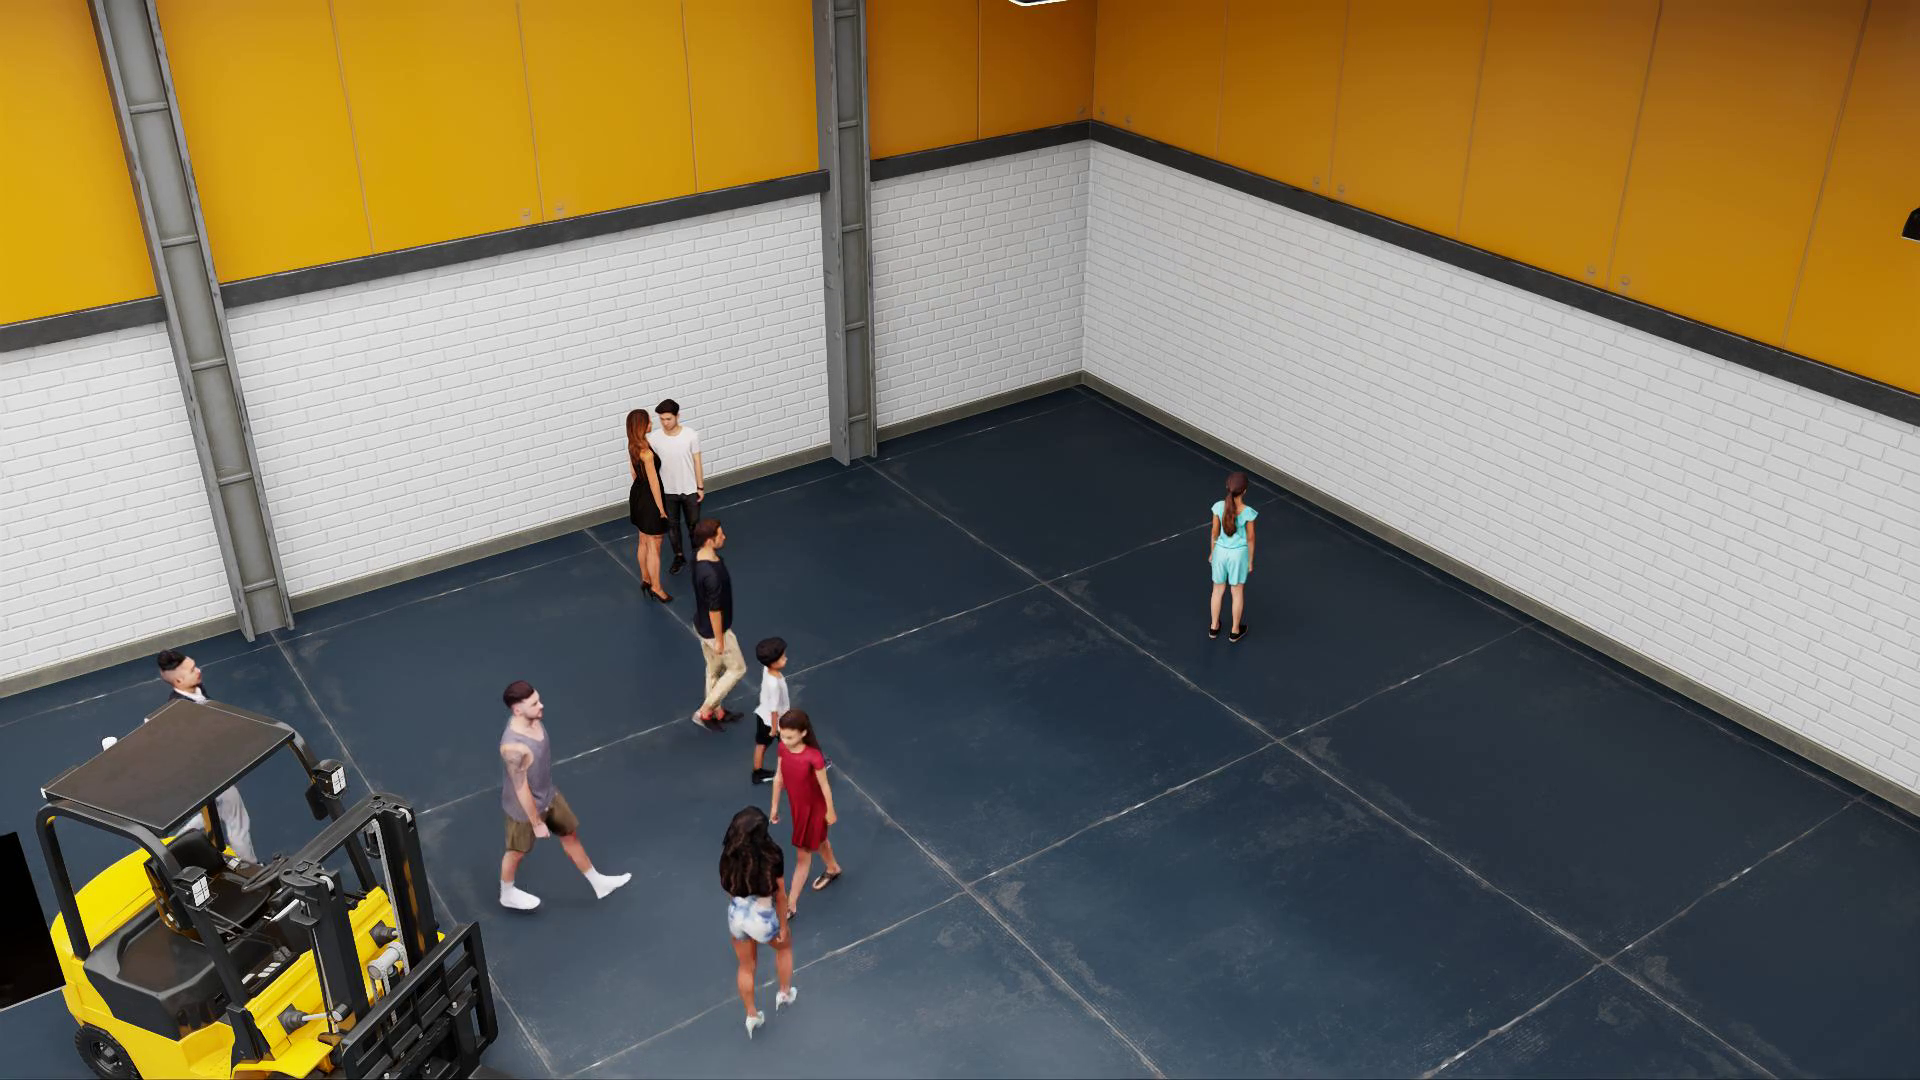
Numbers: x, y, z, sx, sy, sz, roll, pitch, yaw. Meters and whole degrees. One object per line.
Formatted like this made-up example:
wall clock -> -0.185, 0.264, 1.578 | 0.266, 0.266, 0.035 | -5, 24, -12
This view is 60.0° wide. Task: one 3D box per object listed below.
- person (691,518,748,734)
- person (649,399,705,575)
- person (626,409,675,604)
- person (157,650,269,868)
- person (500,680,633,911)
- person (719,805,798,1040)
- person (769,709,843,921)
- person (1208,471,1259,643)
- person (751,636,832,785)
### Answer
person -> -1.963, 0.683, 12.686 | 0.722, 1.845, 0.695 | -12, 31, -21
person -> -2.523, -0.499, 14.987 | 0.691, 1.715, 0.778 | 1, 29, 3
person -> -2.718, -0.293, 14.485 | 0.508, 1.835, 0.567 | -19, 34, -31
person -> -5.082, 1.544, 11.021 | 1.185, 1.929, 0.906 | -9, 30, -16
person -> -2.884, 1.700, 10.824 | 1.218, 1.803, 1.082 | 1, 29, 3
person -> -1.252, 2.328, 9.915 | 0.738, 1.610, 0.806 | 8, 30, 14
person -> -0.966, 1.731, 11.104 | 0.748, 1.519, 1.040 | 20, 34, 32
person -> 2.284, 0.125, 14.009 | 0.639, 1.558, 0.671 | 12, 31, 20
person -> -1.427, 1.283, 12.226 | 0.858, 1.232, 0.618 | -11, 30, -19
